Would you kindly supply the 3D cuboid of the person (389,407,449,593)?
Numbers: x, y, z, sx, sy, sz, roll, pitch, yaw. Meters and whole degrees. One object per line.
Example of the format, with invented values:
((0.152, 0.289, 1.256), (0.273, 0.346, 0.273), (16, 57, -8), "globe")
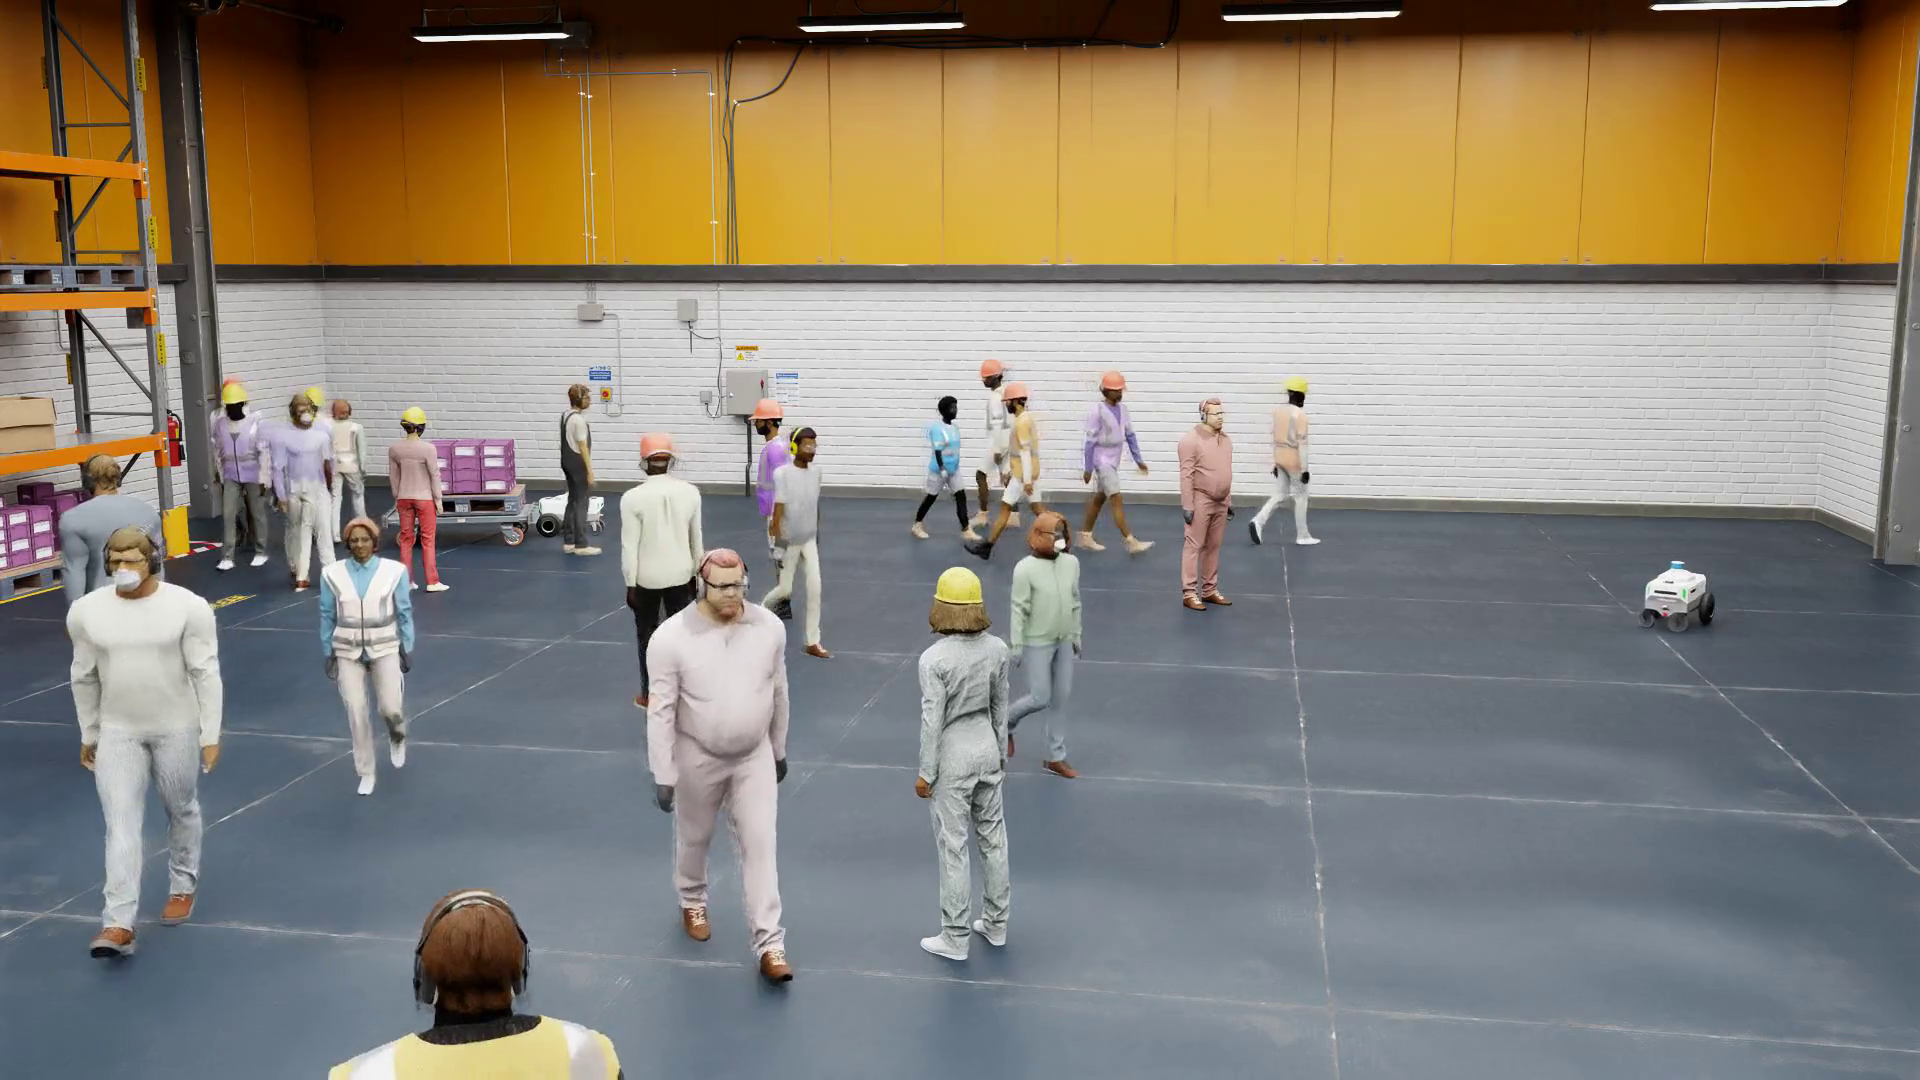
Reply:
((-5.135, -0.375, 15.751), (0.522, 1.768, 0.312), (2, 9, 13), "person")

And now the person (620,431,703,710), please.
((-1.983, 0.246, 11.298), (0.616, 1.970, 0.769), (-6, 11, -34), "person")

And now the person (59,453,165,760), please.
((-5.265, 0.419, 10.373), (0.409, 1.922, 0.634), (5, 11, 31), "person")

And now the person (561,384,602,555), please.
((-4.105, -0.743, 17.856), (0.371, 1.841, 0.550), (-6, 11, -32), "person")

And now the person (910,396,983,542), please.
((-0.189, -0.803, 18.751), (0.880, 1.655, 0.534), (7, 11, 36), "person")

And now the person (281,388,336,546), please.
((-7.147, -0.764, 18.158), (0.627, 1.767, 0.897), (-2, 9, -10), "person")

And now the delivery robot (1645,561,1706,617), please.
((6.125, 0.427, 14.228), (0.477, 0.478, 0.707), (7, 11, 36), "delivery robot")

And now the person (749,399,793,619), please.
((-1.641, -0.266, 14.536), (0.372, 1.939, 0.544), (-1, 9, -7), "person")

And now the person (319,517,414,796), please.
((-3.464, 0.656, 9.759), (0.513, 1.630, 0.442), (-2, 9, -11), "person")

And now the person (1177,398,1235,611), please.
((2.253, -0.330, 15.025), (0.639, 1.911, 0.406), (-8, 12, -40), "person")

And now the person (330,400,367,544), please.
((-6.929, -0.772, 18.719), (0.541, 1.591, 0.908), (-1, 9, -5), "person")

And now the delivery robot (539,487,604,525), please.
((-4.485, -0.377, 19.214), (0.707, 0.478, 0.477), (-1, 9, -4), "delivery robot")

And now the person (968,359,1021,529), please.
((0.345, -1.118, 19.598), (0.852, 2.004, 0.650), (2, 9, 15), "person")

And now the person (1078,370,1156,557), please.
((1.677, -0.813, 17.783), (1.053, 1.982, 0.631), (6, 11, 34), "person")

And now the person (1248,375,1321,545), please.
((3.623, -0.866, 18.365), (0.803, 1.902, 0.602), (-4, 10, -24), "person")

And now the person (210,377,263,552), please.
((-7.786, -0.805, 17.969), (0.549, 1.912, 0.487), (-2, 9, -14), "person")

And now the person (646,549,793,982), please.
((-1.040, 0.950, 7.291), (0.670, 1.851, 1.005), (-4, 10, -24), "person")

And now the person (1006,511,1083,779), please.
((0.496, 0.616, 10.053), (0.504, 1.618, 0.522), (-8, 12, -39), "person")

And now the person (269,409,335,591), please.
((-6.334, -0.460, 16.056), (0.540, 1.828, 0.804), (-1, 9, -7), "person")

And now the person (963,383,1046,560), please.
((0.586, -0.697, 17.381), (1.035, 1.871, 0.540), (2, 9, 14), "person")

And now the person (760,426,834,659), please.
((-1.347, 0.001, 13.233), (0.548, 1.837, 0.828), (-8, 12, -42), "person")

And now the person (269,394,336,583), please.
((-6.236, -0.453, 15.890), (0.644, 1.869, 1.068), (-8, 12, -40), "person")

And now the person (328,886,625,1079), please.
((-0.979, 1.603, 3.380), (0.625, 1.810, 0.929), (-6, 11, -31), "person")

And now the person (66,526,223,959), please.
((-3.649, 0.898, 7.426), (0.656, 1.896, 0.957), (-2, 9, -12), "person")

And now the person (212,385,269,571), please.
((-7.314, -0.624, 16.902), (0.598, 1.890, 0.889), (0, 9, -1), "person")

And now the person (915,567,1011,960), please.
((0.003, 0.982, 7.395), (0.490, 1.743, 0.324), (-7, 12, -38), "person")
